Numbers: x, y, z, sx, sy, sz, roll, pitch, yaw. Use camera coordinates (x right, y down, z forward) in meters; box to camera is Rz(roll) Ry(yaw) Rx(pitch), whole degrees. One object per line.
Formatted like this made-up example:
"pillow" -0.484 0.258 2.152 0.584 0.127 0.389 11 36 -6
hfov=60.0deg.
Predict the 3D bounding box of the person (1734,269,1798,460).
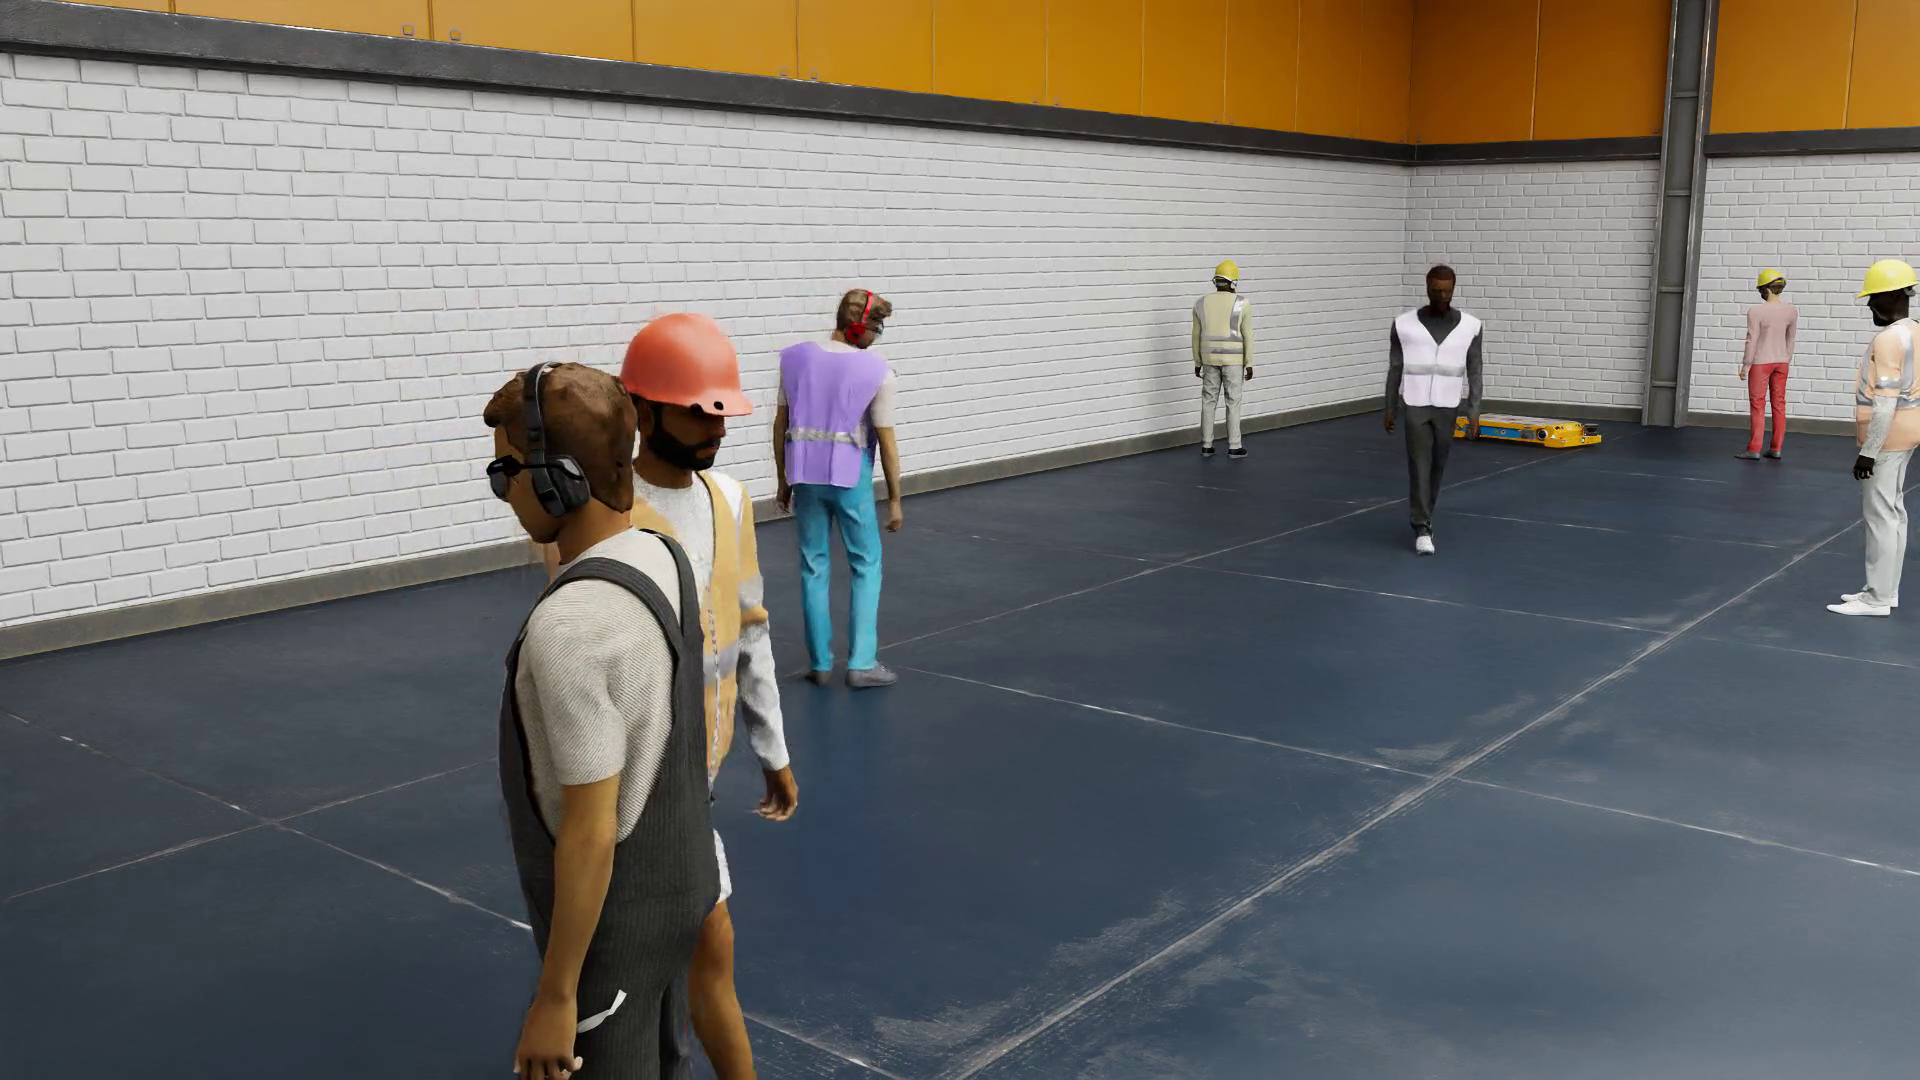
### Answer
"person" 7.430 -1.610 15.329 0.522 1.763 0.319 -3 11 -15

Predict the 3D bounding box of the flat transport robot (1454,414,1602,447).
"flat transport robot" 5.606 -1.110 16.683 0.652 0.197 1.431 -8 13 -38

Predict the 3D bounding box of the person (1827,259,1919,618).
"person" 4.962 -0.539 8.952 0.373 1.921 0.585 9 14 41

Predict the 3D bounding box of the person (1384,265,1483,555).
"person" 3.132 -0.878 11.022 0.589 1.865 1.007 1 10 6

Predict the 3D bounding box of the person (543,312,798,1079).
"person" -0.650 0.450 3.614 1.019 1.886 0.539 6 12 29

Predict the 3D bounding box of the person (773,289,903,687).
"person" -0.567 -0.212 7.493 0.611 1.817 0.383 3 11 15

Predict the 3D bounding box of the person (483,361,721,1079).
"person" -0.571 0.632 2.687 0.345 1.840 0.504 1 10 7

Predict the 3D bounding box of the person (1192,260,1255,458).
"person" 2.461 -1.677 15.497 0.600 1.831 0.404 6 12 29
